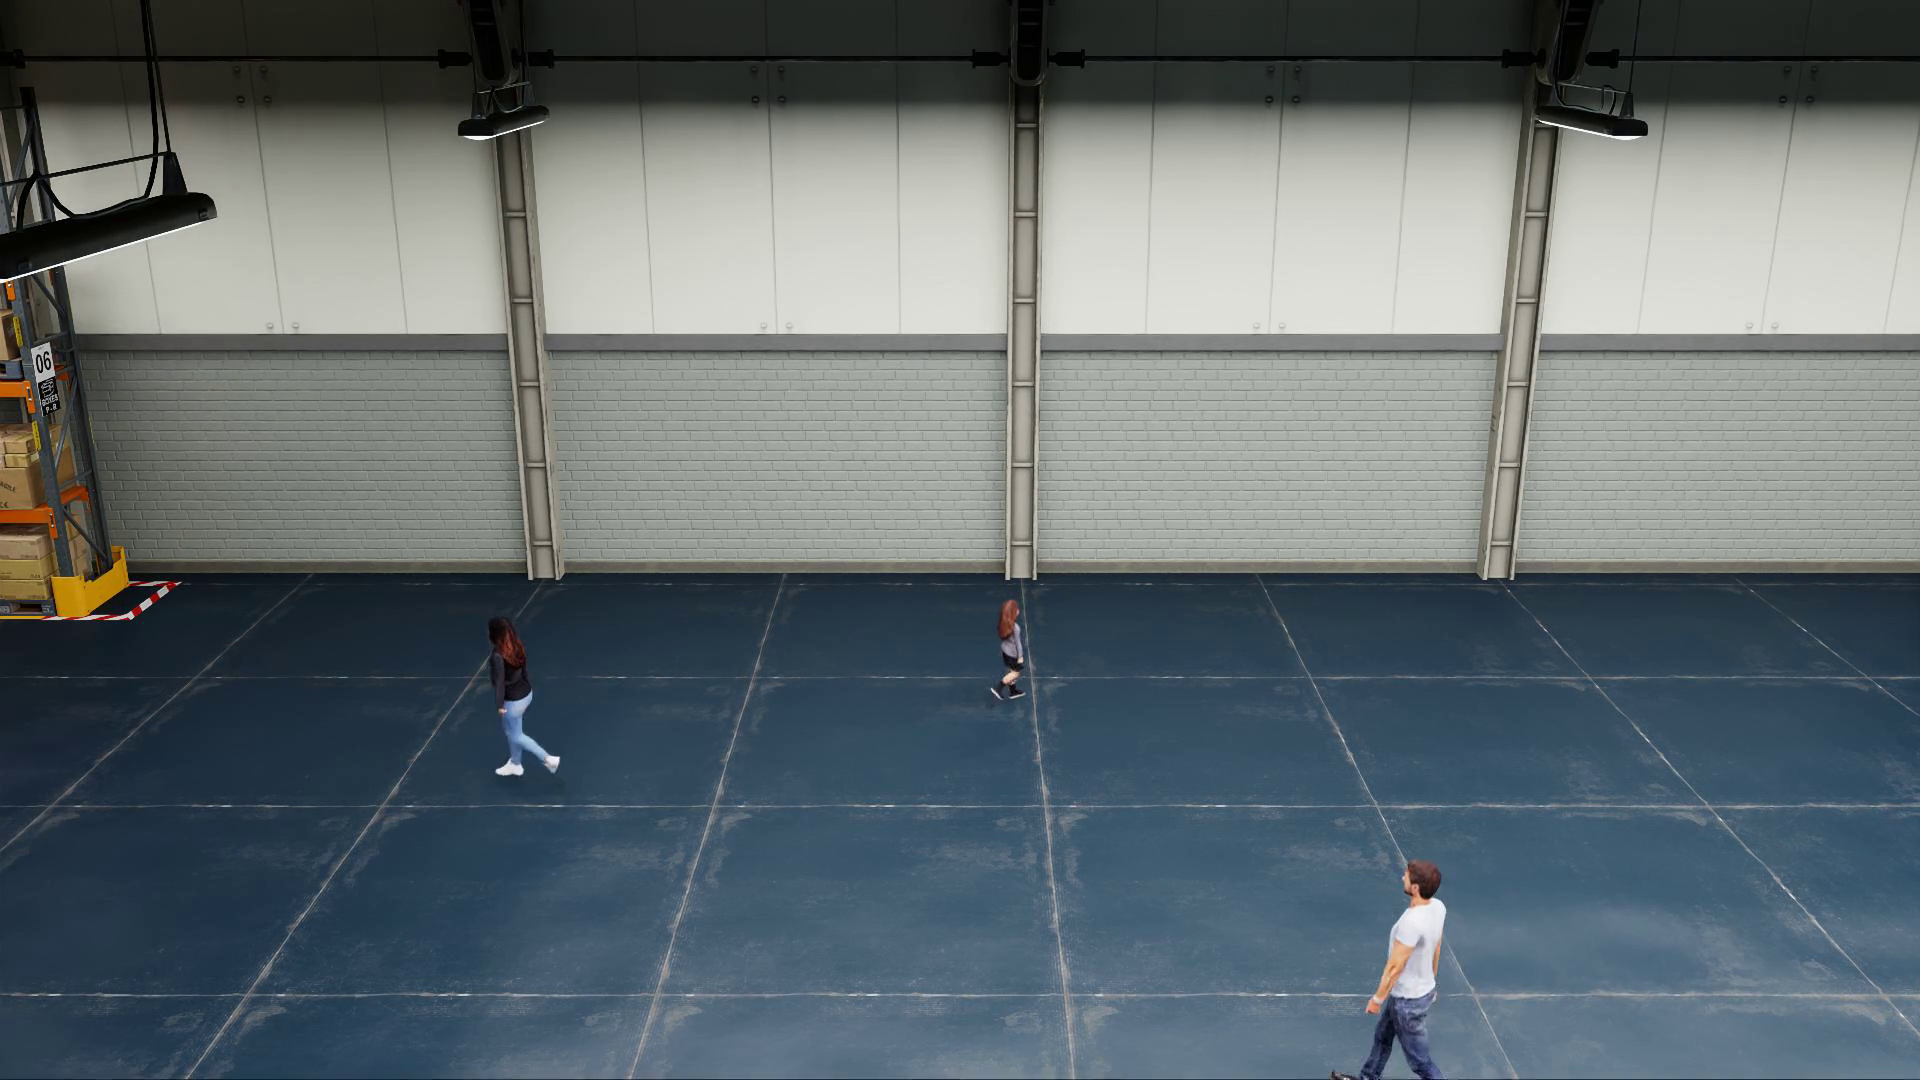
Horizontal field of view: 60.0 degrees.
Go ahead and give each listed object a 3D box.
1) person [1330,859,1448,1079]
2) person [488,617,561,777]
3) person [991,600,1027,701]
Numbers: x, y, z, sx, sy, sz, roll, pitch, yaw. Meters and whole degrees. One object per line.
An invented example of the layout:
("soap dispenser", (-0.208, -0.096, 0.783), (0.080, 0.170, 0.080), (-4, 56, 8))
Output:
("person", (2.929, 2.923, 10.490), (1.268, 1.829, 1.075), (12, 22, 32))
("person", (-4.026, 1.484, 15.275), (1.009, 1.602, 0.792), (5, 19, 15))
("person", (0.492, 1.144, 17.130), (0.726, 1.100, 0.623), (-9, 20, -25))
